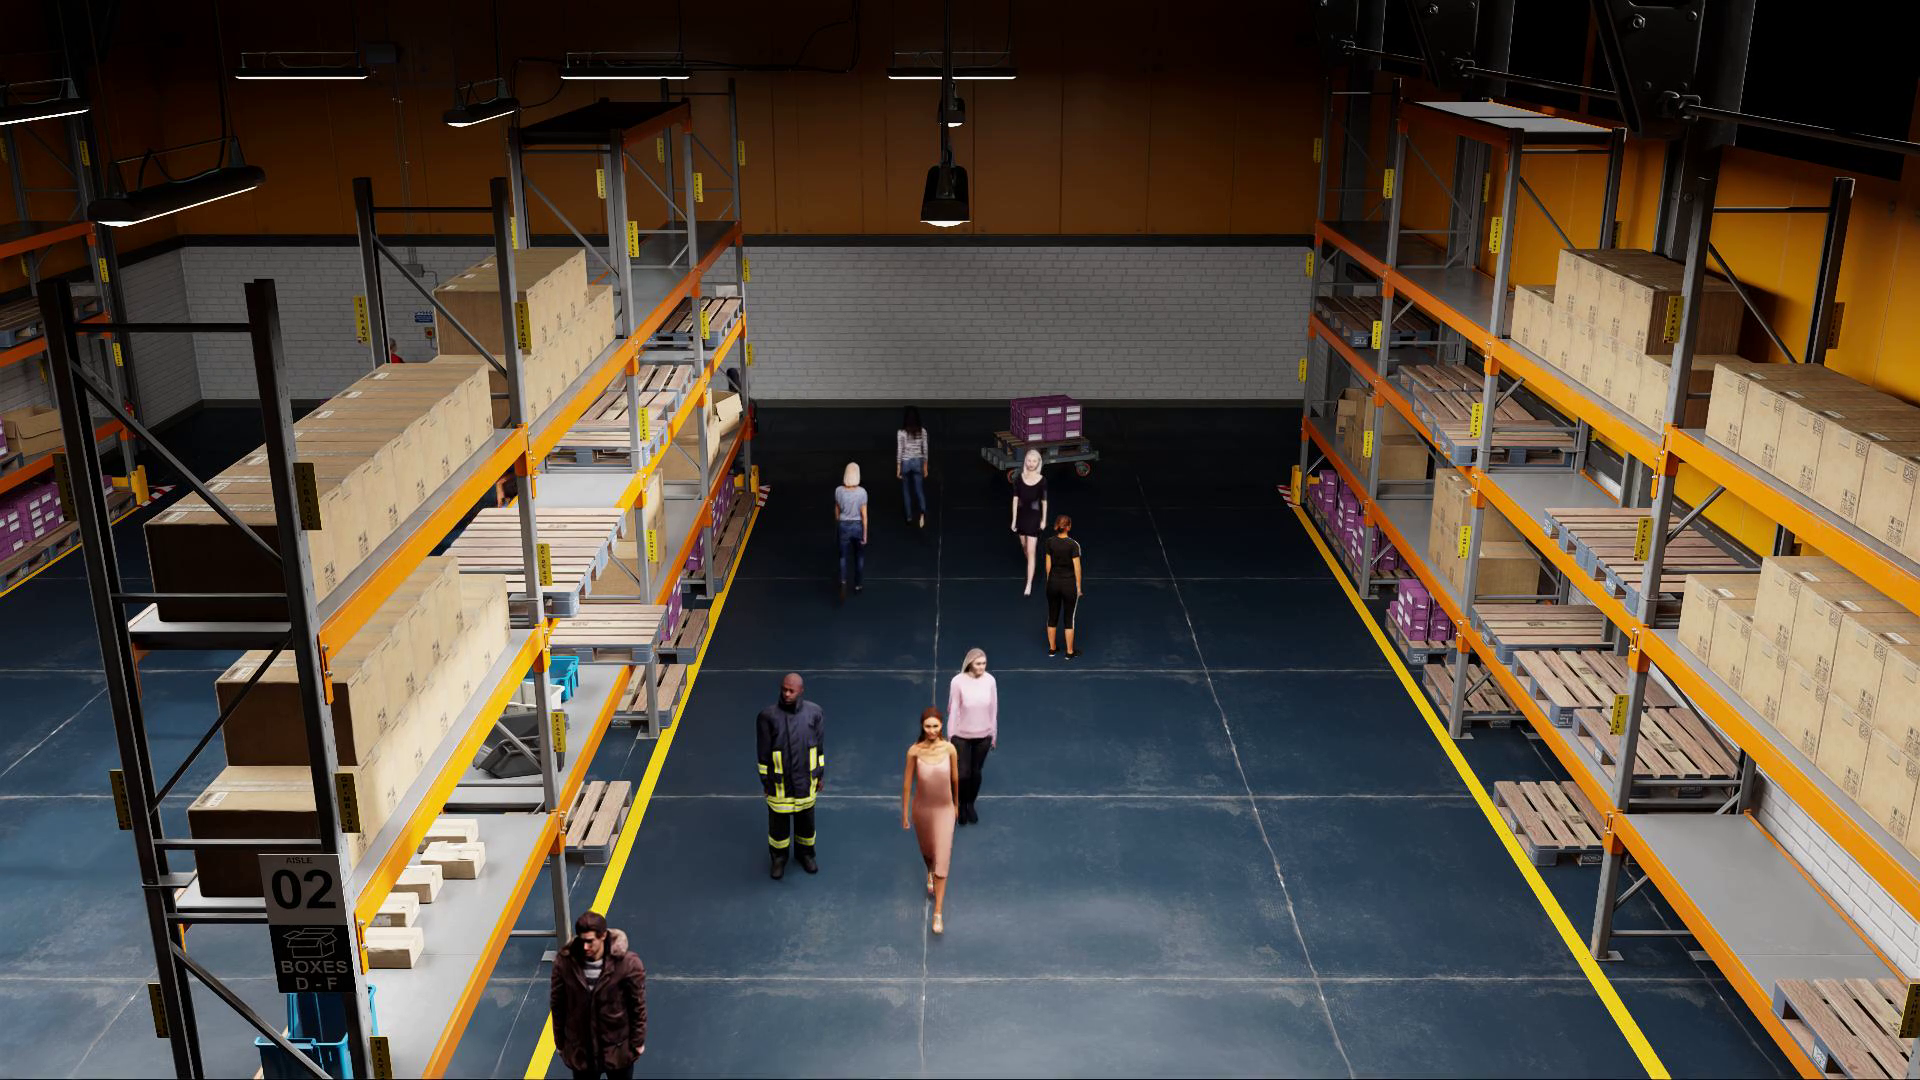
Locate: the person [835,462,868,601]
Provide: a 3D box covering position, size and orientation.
[{"bbox_3d":[-1.349,-0.086,20.300,0.614,1.704,0.951,2,19,5],"label":"person"}]

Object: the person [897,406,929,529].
[{"bbox_3d":[-0.633,-0.932,22.694,0.762,1.779,1.020,-6,19,-16],"label":"person"}]

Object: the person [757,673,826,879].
[{"bbox_3d":[-1.425,1.951,14.070,0.805,1.821,0.753,-5,19,-13],"label":"person"}]

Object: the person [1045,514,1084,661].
[{"bbox_3d":[1.145,0.510,18.588,0.663,1.668,0.676,11,21,29],"label":"person"}]

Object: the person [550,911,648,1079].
[{"bbox_3d":[-2.259,3.149,10.472,0.738,1.846,0.638,0,19,0],"label":"person"}]

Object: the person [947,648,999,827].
[{"bbox_3d":[0.083,1.724,14.974,0.681,1.673,0.674,-5,19,-14],"label":"person"}]

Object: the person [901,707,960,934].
[{"bbox_3d":[-0.225,2.179,13.453,0.620,1.782,1.109,0,19,-1],"label":"person"}]

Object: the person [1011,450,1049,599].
[{"bbox_3d":[0.867,-0.243,20.631,0.786,1.792,1.196,5,19,15],"label":"person"}]
